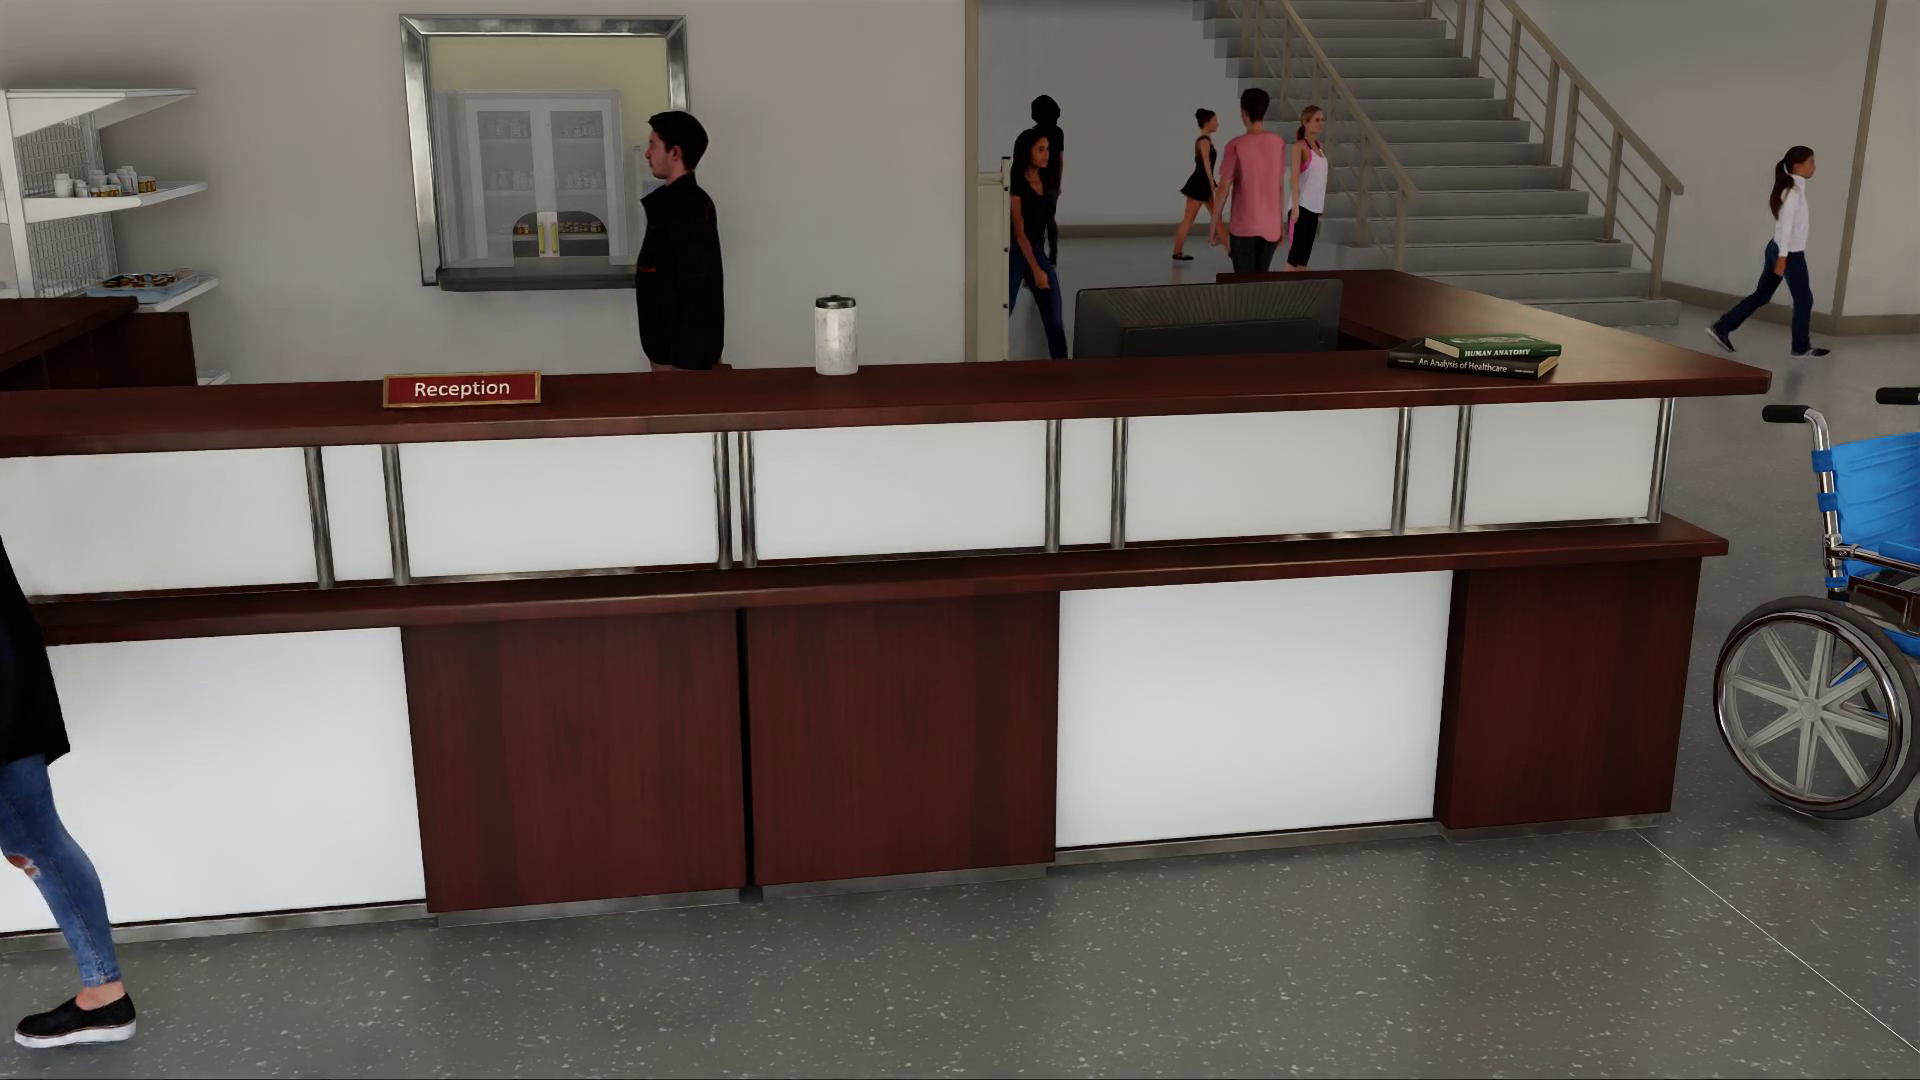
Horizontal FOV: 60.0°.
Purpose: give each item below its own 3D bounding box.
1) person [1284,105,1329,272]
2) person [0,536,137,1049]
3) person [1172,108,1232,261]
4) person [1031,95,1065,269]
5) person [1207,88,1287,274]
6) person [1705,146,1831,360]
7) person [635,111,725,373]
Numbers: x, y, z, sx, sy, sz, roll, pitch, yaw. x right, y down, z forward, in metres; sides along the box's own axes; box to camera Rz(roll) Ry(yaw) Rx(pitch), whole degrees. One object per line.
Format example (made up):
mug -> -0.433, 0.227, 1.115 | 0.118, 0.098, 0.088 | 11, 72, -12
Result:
person -> 2.985, -2.854, 14.444 | 0.725, 1.786, 0.690 | 13, 21, 40
person -> -1.968, 0.323, 3.410 | 0.698, 1.659, 0.773 | -2, 16, -7
person -> 2.581, -3.878, 18.347 | 0.904, 1.639, 1.078 | 3, 16, 9
person -> 0.912, -3.846, 17.871 | 0.704, 1.823, 0.677 | -11, 19, -33
person -> 2.106, -2.169, 11.731 | 0.774, 1.940, 1.018 | -5, 17, -19
person -> 5.936, -2.076, 12.164 | 0.927, 1.526, 1.064 | 5, 16, 17
person -> -1.085, -0.716, 6.606 | 0.744, 1.925, 0.520 | -3, 16, -10
